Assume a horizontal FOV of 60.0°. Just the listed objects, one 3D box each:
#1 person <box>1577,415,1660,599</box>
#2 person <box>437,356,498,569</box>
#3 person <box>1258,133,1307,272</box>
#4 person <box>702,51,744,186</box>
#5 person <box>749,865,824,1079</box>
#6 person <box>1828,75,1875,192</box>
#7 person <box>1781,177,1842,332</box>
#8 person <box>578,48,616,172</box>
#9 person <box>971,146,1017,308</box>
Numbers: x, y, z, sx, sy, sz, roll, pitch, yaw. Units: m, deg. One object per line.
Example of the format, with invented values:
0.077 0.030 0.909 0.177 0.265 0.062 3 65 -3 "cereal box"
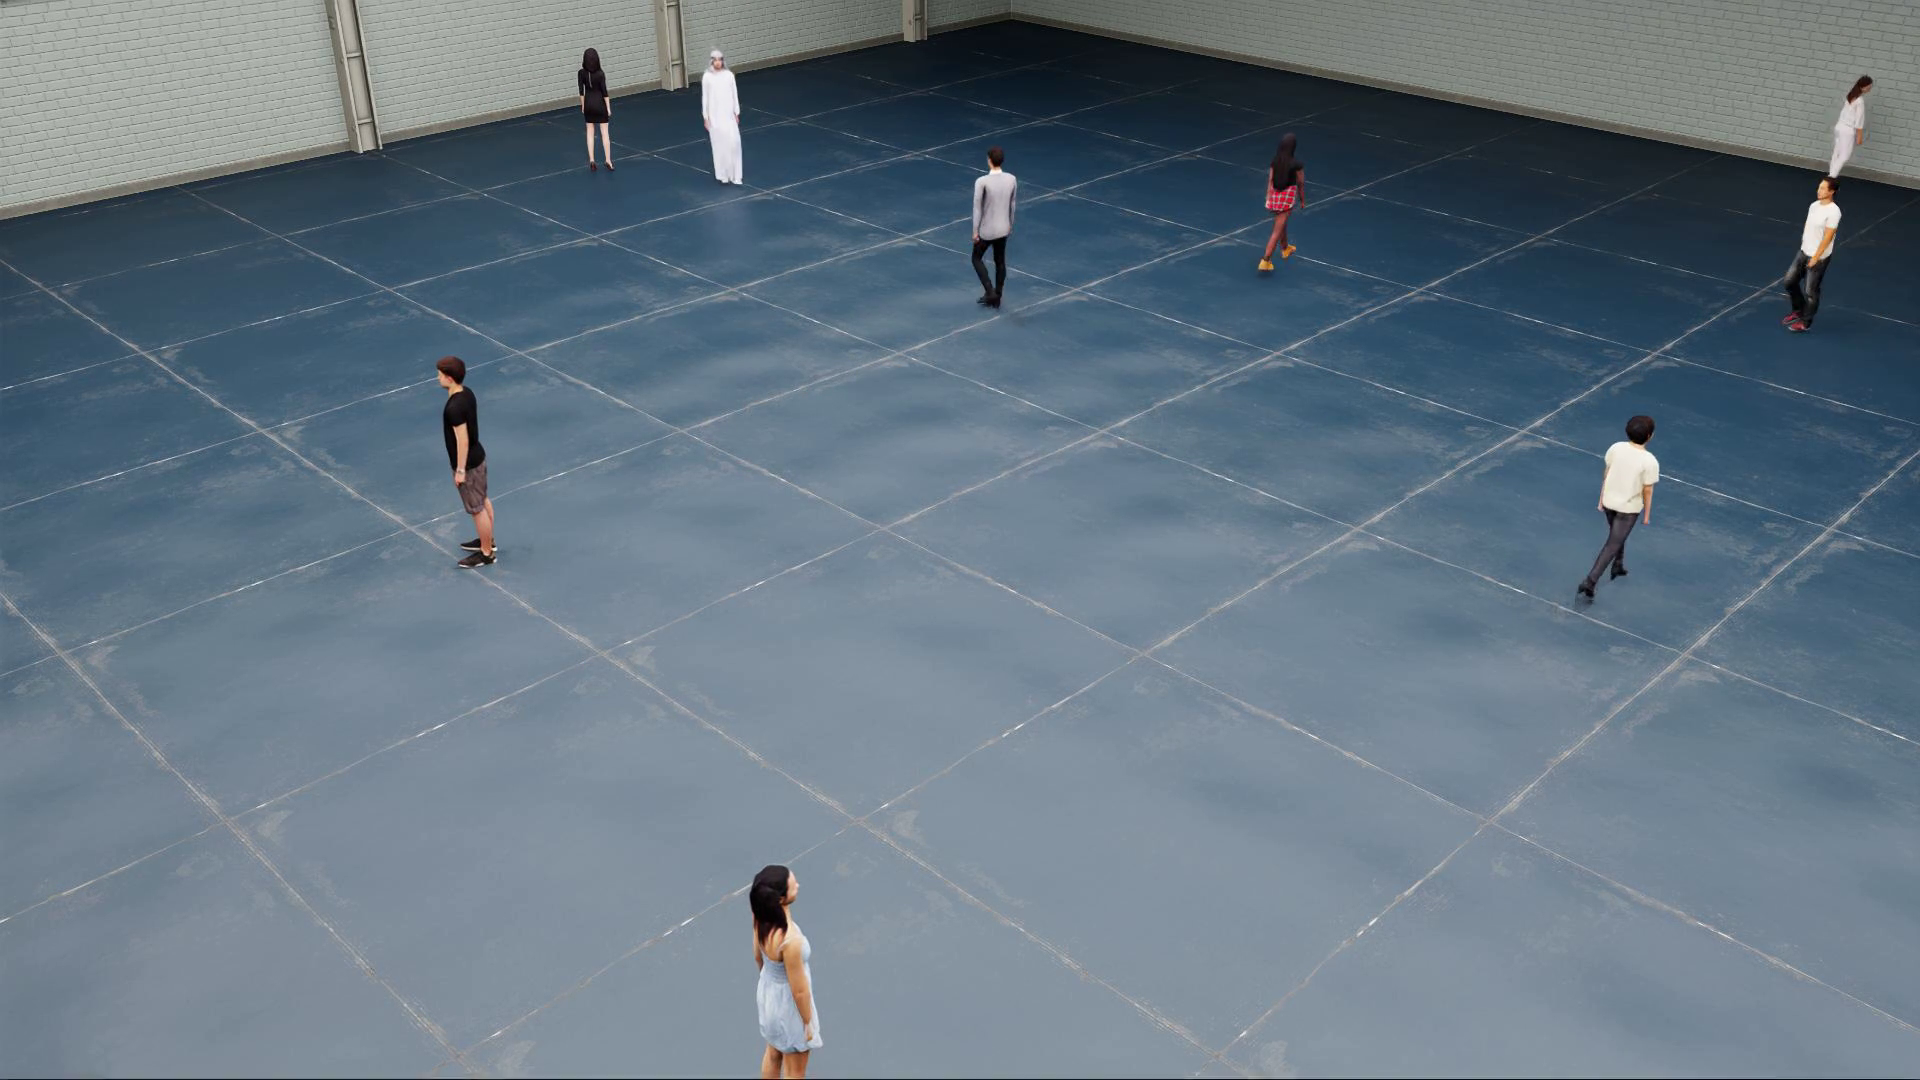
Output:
5.325 -0.233 13.492 1.032 1.549 0.710 -17 33 -29 "person"
-4.135 -0.671 13.981 0.796 1.861 0.762 -3 28 -6 "person"
3.992 -4.156 20.724 0.625 1.675 1.219 23 36 36 "person"
-3.505 -6.185 24.280 0.976 1.913 0.993 -10 30 -18 "person"
-0.899 2.354 8.442 0.579 1.729 0.623 -18 33 -30 "person"
12.795 -5.904 24.019 0.884 1.663 0.837 -8 29 -14 "person"
9.776 -3.232 18.867 0.776 1.788 0.748 -7 29 -12 "person"
-5.442 -6.415 24.827 0.652 1.806 0.668 5 28 9 "person"
0.433 -3.628 19.477 0.689 1.914 0.893 -16 32 -27 "person"
